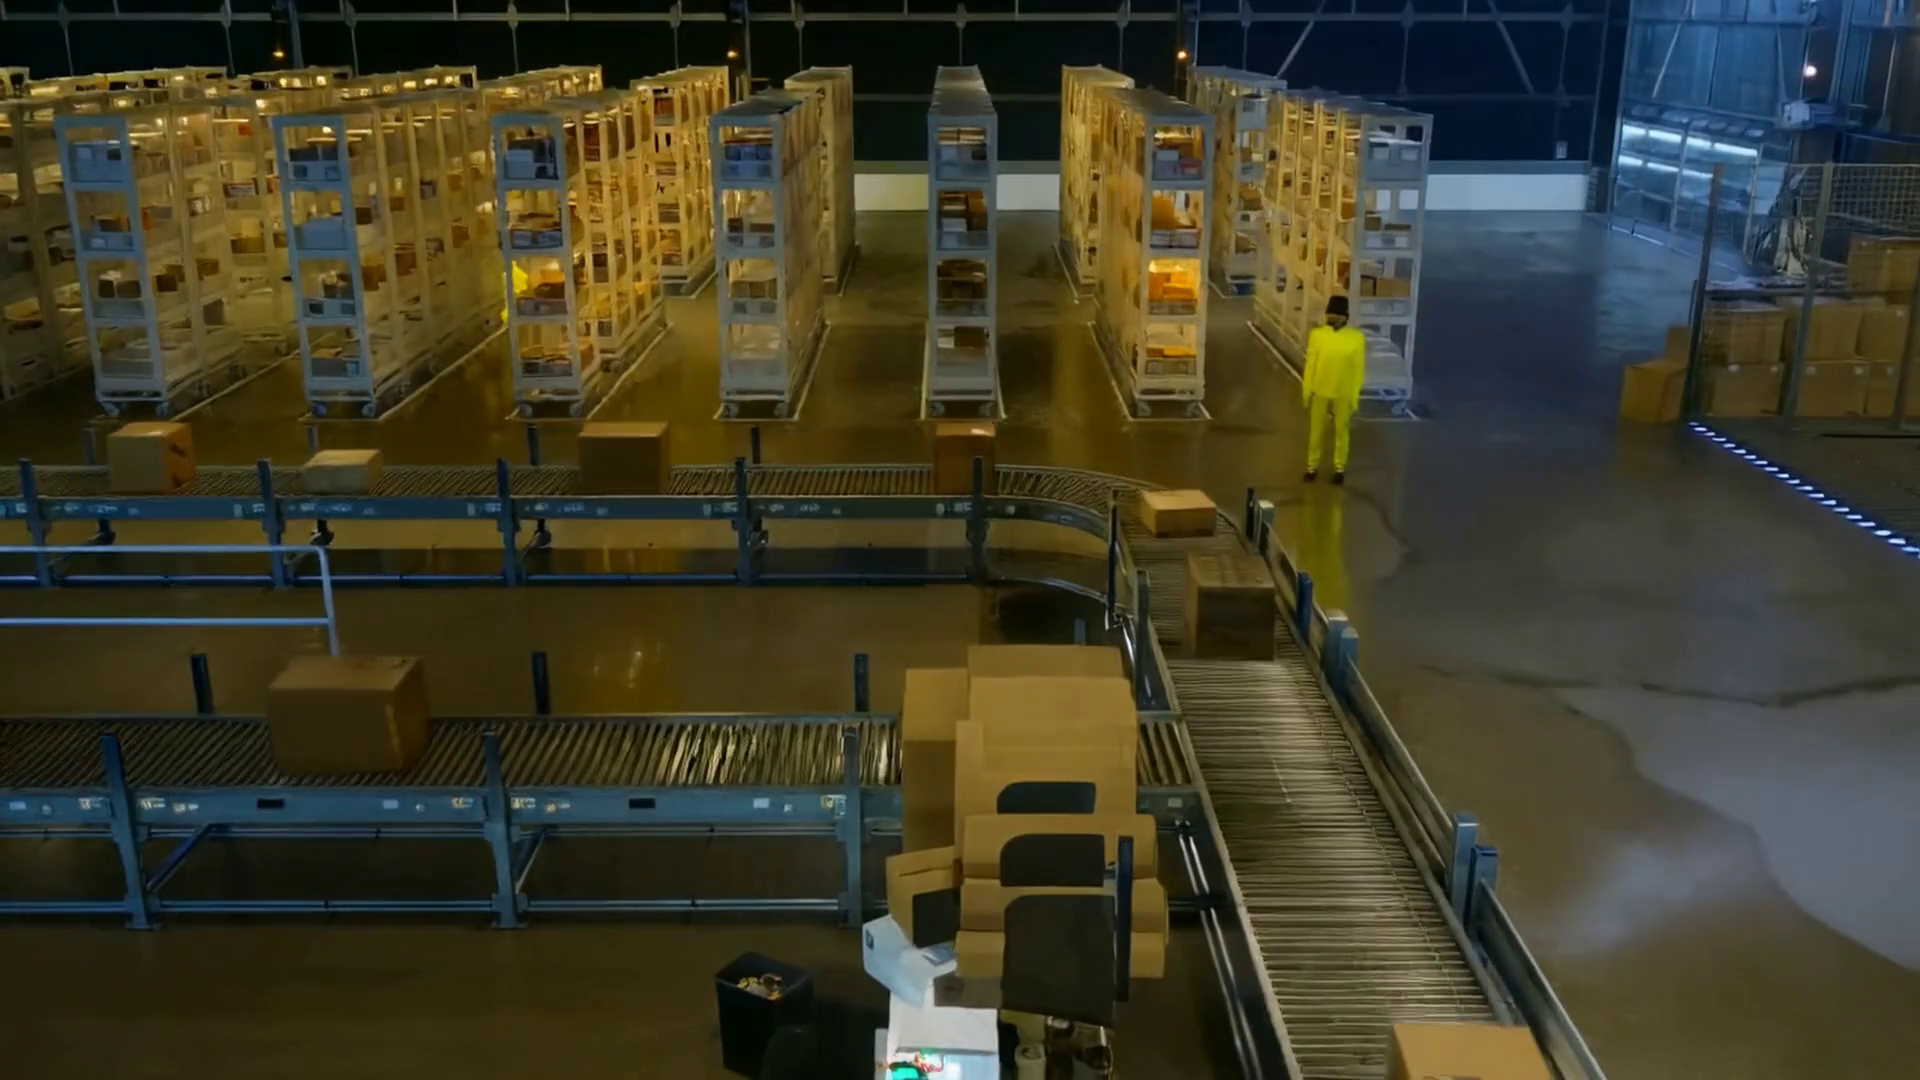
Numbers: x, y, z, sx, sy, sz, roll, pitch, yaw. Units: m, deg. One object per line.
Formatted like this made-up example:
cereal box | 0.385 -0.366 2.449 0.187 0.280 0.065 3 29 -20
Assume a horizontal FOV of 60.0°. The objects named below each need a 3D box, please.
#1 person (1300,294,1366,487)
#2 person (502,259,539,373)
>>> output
person | 3.838 -1.542 17.162 0.612 1.997 0.376 9 20 25
person | -5.674 -2.953 21.787 0.403 1.823 0.588 9 20 27
